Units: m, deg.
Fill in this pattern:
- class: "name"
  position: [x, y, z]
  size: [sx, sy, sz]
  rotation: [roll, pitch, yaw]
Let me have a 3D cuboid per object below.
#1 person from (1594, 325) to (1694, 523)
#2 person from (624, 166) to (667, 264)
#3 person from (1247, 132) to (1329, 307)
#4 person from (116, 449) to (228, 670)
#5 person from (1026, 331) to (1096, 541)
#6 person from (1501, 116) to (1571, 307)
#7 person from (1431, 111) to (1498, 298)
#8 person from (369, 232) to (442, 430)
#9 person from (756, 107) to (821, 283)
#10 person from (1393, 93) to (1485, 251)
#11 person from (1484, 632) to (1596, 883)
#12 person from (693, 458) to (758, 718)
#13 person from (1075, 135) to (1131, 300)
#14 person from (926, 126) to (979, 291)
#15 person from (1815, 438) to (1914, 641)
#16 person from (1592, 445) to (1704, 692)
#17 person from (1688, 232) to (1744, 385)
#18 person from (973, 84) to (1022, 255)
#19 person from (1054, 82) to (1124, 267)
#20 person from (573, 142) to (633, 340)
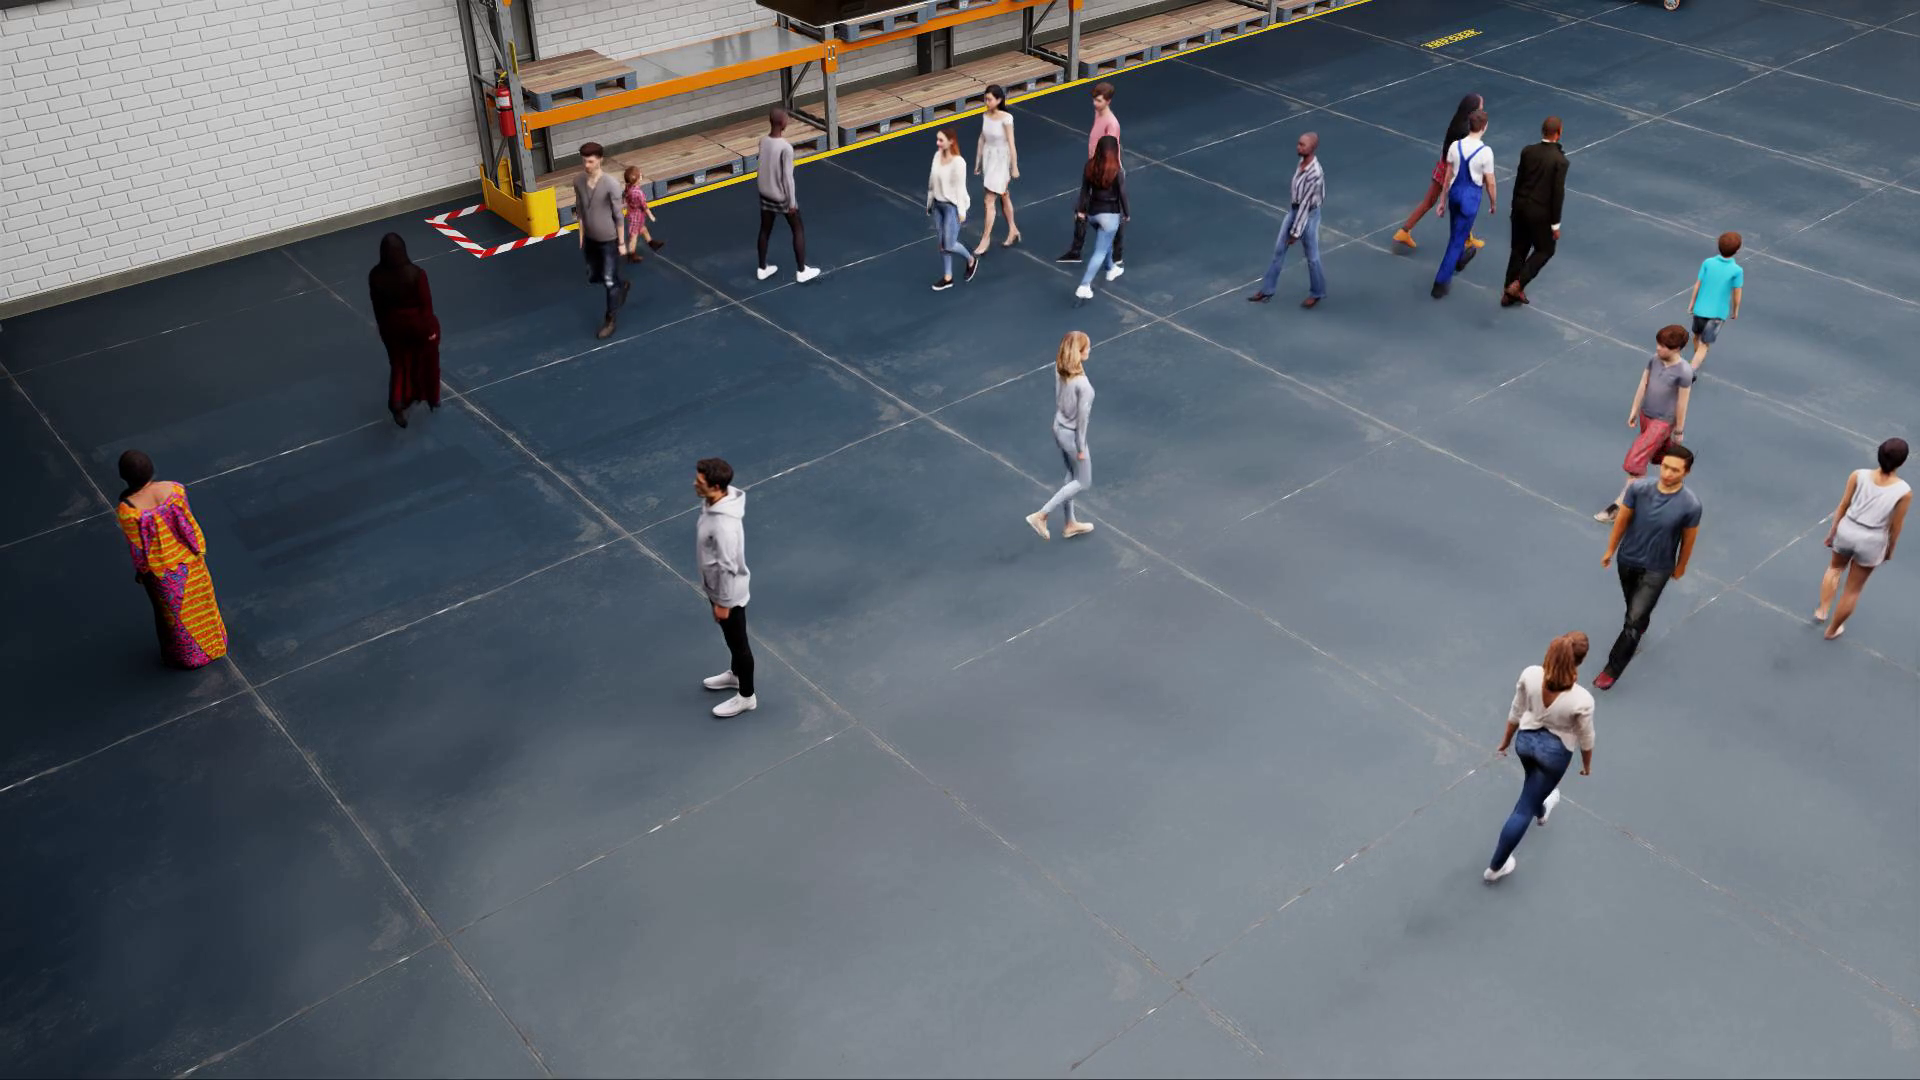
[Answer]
- class: "person"
  position: [5.518, -0.935, 13.001]
  size: [1.230, 1.615, 0.836]
  rotation: [-13, 36, -18]
- class: "person"
  position: [-3.385, -3.340, 17.175]
  size: [0.701, 1.001, 0.440]
  rotation: [-25, 41, -32]
- class: "person"
  position: [3.408, -3.059, 16.063]
  size: [1.135, 1.762, 0.935]
  rotation: [-9, 35, -13]
- class: "person"
  position: [-5.451, 0.101, 11.383]
  size: [0.777, 1.681, 0.674]
  rotation: [21, 39, 28]
- class: "person"
  position: [0.770, -0.743, 12.564]
  size: [0.913, 1.780, 0.717]
  rotation: [-15, 37, -22]
- class: "person"
  position: [5.489, -3.115, 16.038]
  size: [0.720, 1.884, 0.776]
  rotation: [-23, 40, -31]
- class: "person"
  position: [4.894, -3.260, 16.323]
  size: [1.173, 1.811, 0.682]
  rotation: [-28, 43, -35]
- class: "person"
  position: [-4.698, -1.741, 14.101]
  size: [1.027, 1.740, 1.055]
  rotation: [0, 34, 0]
- class: "person"
  position: [-1.826, -3.431, 16.631]
  size: [0.825, 1.753, 0.756]
  rotation: [22, 39, 29]
- class: "person"
  position: [5.009, -3.749, 17.179]
  size: [1.273, 1.678, 0.990]
  rotation: [-6, 34, -9]
- class: "person"
  position: [3.307, 1.288, 9.598]
  size: [1.051, 1.680, 0.623]
  rotation: [-25, 41, -33]
- class: "person"
  position: [-1.521, 0.283, 10.884]
  size: [0.741, 1.930, 0.763]
  rotation: [-10, 35, -14]
- class: "person"
  position: [1.370, -3.125, 16.321]
  size: [0.772, 1.588, 1.166]
  rotation: [24, 40, 31]
- class: "person"
  position: [-0.056, -3.293, 16.491]
  size: [0.734, 1.680, 0.637]
  rotation: [-22, 40, -30]
- class: "person"
  position: [6.238, 0.026, 11.571]
  size: [0.602, 1.598, 0.608]
  rotation: [27, 42, 35]
- class: "person"
  position: [4.689, 0.108, 11.295]
  size: [0.744, 1.767, 1.187]
  rotation: [26, 42, 34]
- class: "person"
  position: [6.677, -2.032, 14.834]
  size: [0.624, 1.413, 0.962]
  rotation: [26, 41, 33]
- class: "person"
  position: [0.460, -3.884, 17.314]
  size: [0.842, 1.751, 0.612]
  rotation: [-24, 41, -32]
- class: "person"
  position: [1.555, -3.679, 16.840]
  size: [1.003, 1.935, 0.766]
  rotation: [-14, 36, -20]
- class: "person"
  position: [-3.307, -2.865, 15.663]
  size: [0.929, 1.882, 1.079]
  rotation: [15, 36, 21]
